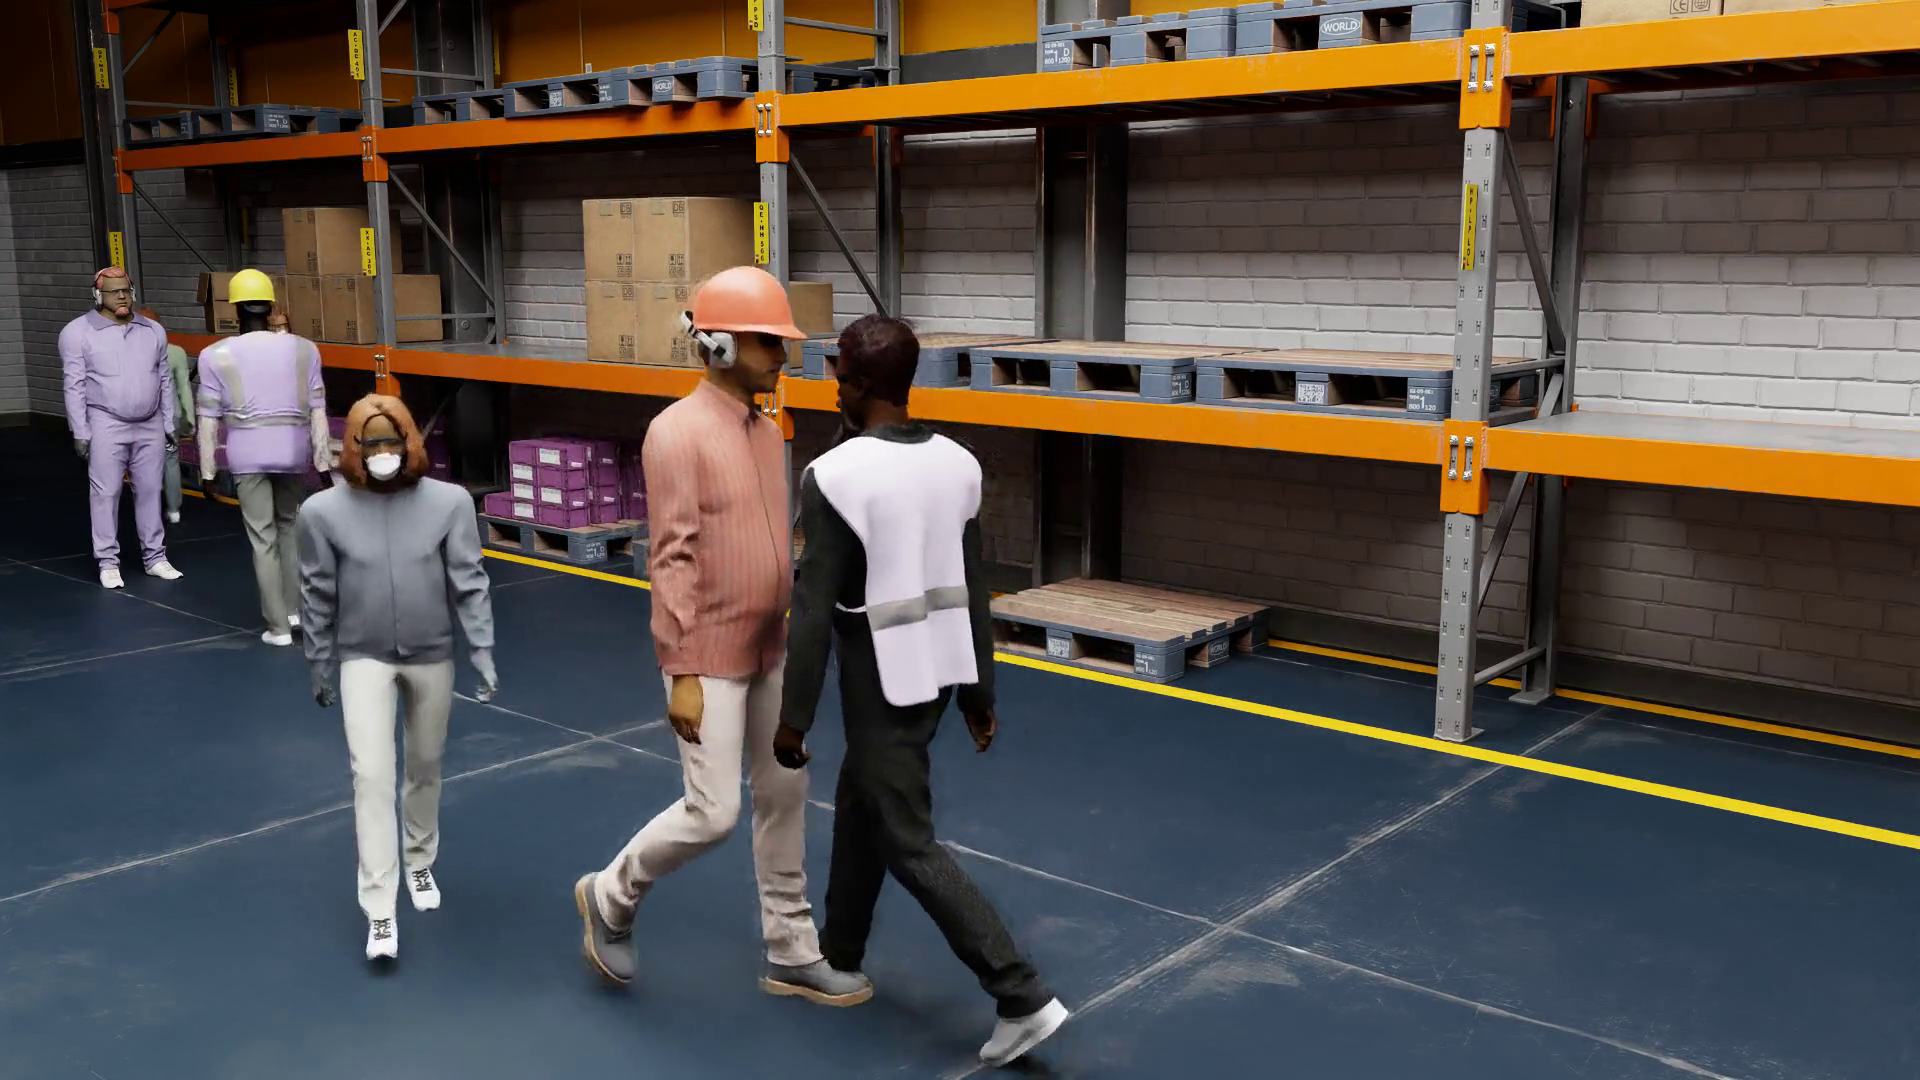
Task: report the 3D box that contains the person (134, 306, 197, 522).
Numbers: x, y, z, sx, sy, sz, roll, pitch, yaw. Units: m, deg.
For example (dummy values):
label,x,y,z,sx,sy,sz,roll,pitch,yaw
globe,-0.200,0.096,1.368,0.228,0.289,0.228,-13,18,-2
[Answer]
label,x,y,z,sx,sy,sz,roll,pitch,yaw
person,-5.837,-0.888,12.076,0.534,1.609,0.633,-6,11,-29

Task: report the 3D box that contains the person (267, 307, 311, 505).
label,x,y,z,sx,sy,sz,roll,pitch,yaw
person,-4.696,-0.792,11.476,0.284,1.627,0.497,6,12,31

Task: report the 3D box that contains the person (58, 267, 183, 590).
label,x,y,z,sx,sy,sz,roll,pitch,yaw
person,-5.010,-0.672,9.993,0.408,1.908,0.646,7,12,36

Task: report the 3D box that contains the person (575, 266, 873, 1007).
label,x,y,z,sx,sy,sz,roll,pitch,yaw
person,-0.639,0.277,4.374,0.692,1.981,0.649,4,11,23

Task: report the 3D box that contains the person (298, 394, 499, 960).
label,x,y,z,sx,sy,sz,roll,pitch,yaw
person,-1.614,0.384,4.829,0.518,1.597,0.792,-4,11,-24

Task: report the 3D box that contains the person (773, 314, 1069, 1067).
label,x,y,z,sx,sy,sz,roll,pitch,yaw
person,-0.119,0.370,4.208,0.972,1.874,0.590,7,12,33

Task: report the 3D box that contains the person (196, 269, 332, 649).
label,x,y,z,sx,sy,sz,roll,pitch,yaw
person,-3.580,-0.415,8.502,0.612,1.907,0.650,-8,13,-39
